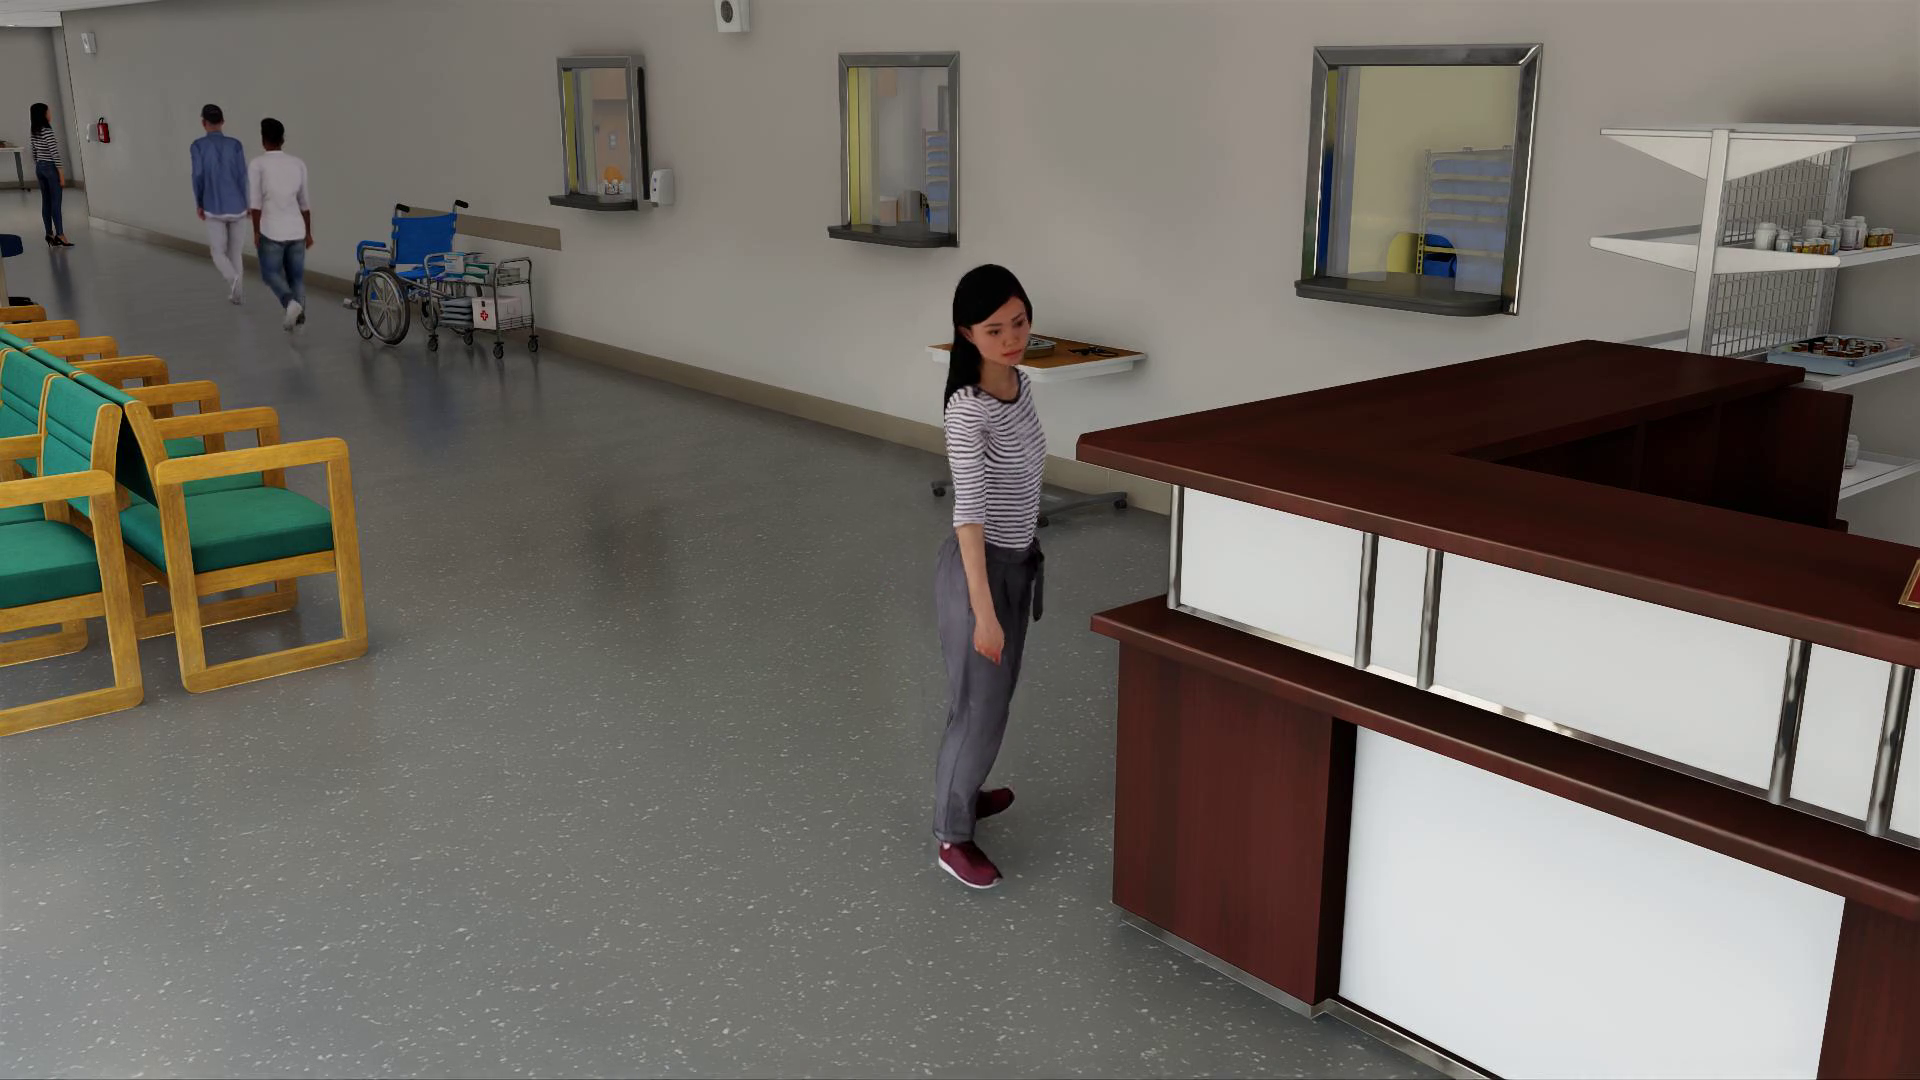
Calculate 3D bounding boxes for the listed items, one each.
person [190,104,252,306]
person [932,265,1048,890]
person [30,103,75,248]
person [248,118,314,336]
[{"bbox_3d":[-6.901,-3.121,15.647,0.911,1.870,0.724,-12,20,-36],"label":"person"},{"bbox_3d":[0.031,0.114,4.481,0.925,1.703,0.784,2,16,6],"label":"person"},{"bbox_3d":[-11.631,-4.657,21.231,0.644,1.796,0.602,9,18,28],"label":"person"},{"bbox_3d":[-5.656,-2.598,13.913,0.786,1.805,0.700,-13,20,-39],"label":"person"}]
